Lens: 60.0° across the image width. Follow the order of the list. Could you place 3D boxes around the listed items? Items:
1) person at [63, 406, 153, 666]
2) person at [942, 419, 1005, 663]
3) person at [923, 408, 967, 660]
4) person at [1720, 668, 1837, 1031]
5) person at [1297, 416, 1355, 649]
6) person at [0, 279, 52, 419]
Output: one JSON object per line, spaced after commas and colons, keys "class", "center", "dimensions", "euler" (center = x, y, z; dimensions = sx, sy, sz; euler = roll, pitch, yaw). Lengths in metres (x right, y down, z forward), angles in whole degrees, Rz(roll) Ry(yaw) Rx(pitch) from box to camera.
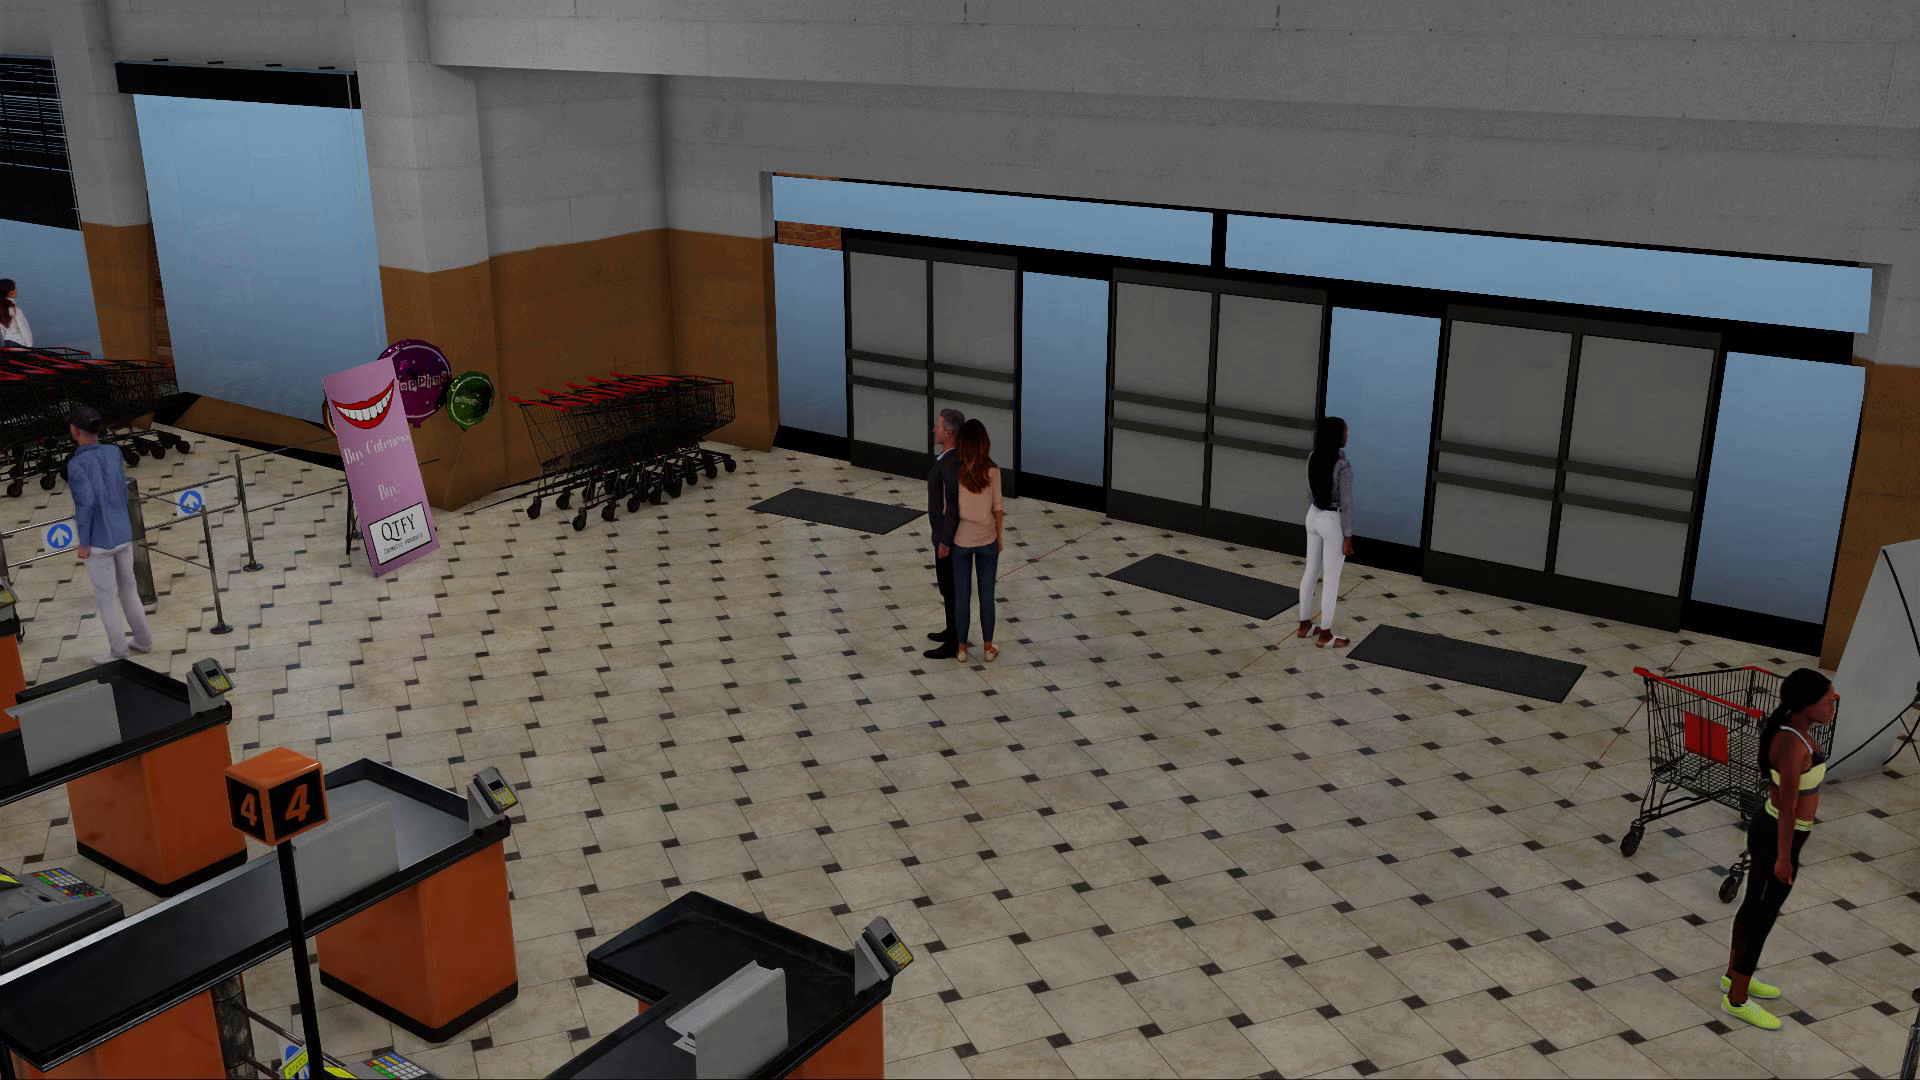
{"class": "person", "center": [-6.090, -0.034, 11.843], "dimensions": [0.786, 1.887, 0.625], "euler": [4, 19, 13]}
{"class": "person", "center": [0.097, 0.010, 11.862], "dimensions": [0.673, 1.792, 0.699], "euler": [0, 19, 0]}
{"class": "person", "center": [-0.072, -0.065, 12.007], "dimensions": [0.861, 1.842, 0.737], "euler": [2, 19, 5]}
{"class": "person", "center": [3.800, 1.411, 7.767], "dimensions": [0.664, 1.754, 0.499], "euler": [8, 20, 23]}
{"class": "person", "center": [2.697, -0.072, 12.213], "dimensions": [0.667, 1.724, 0.673], "euler": [-9, 21, -25]}
{"class": "person", "center": [-10.560, -2.145, 18.621], "dimensions": [0.579, 1.558, 0.571], "euler": [8, 20, 21]}
